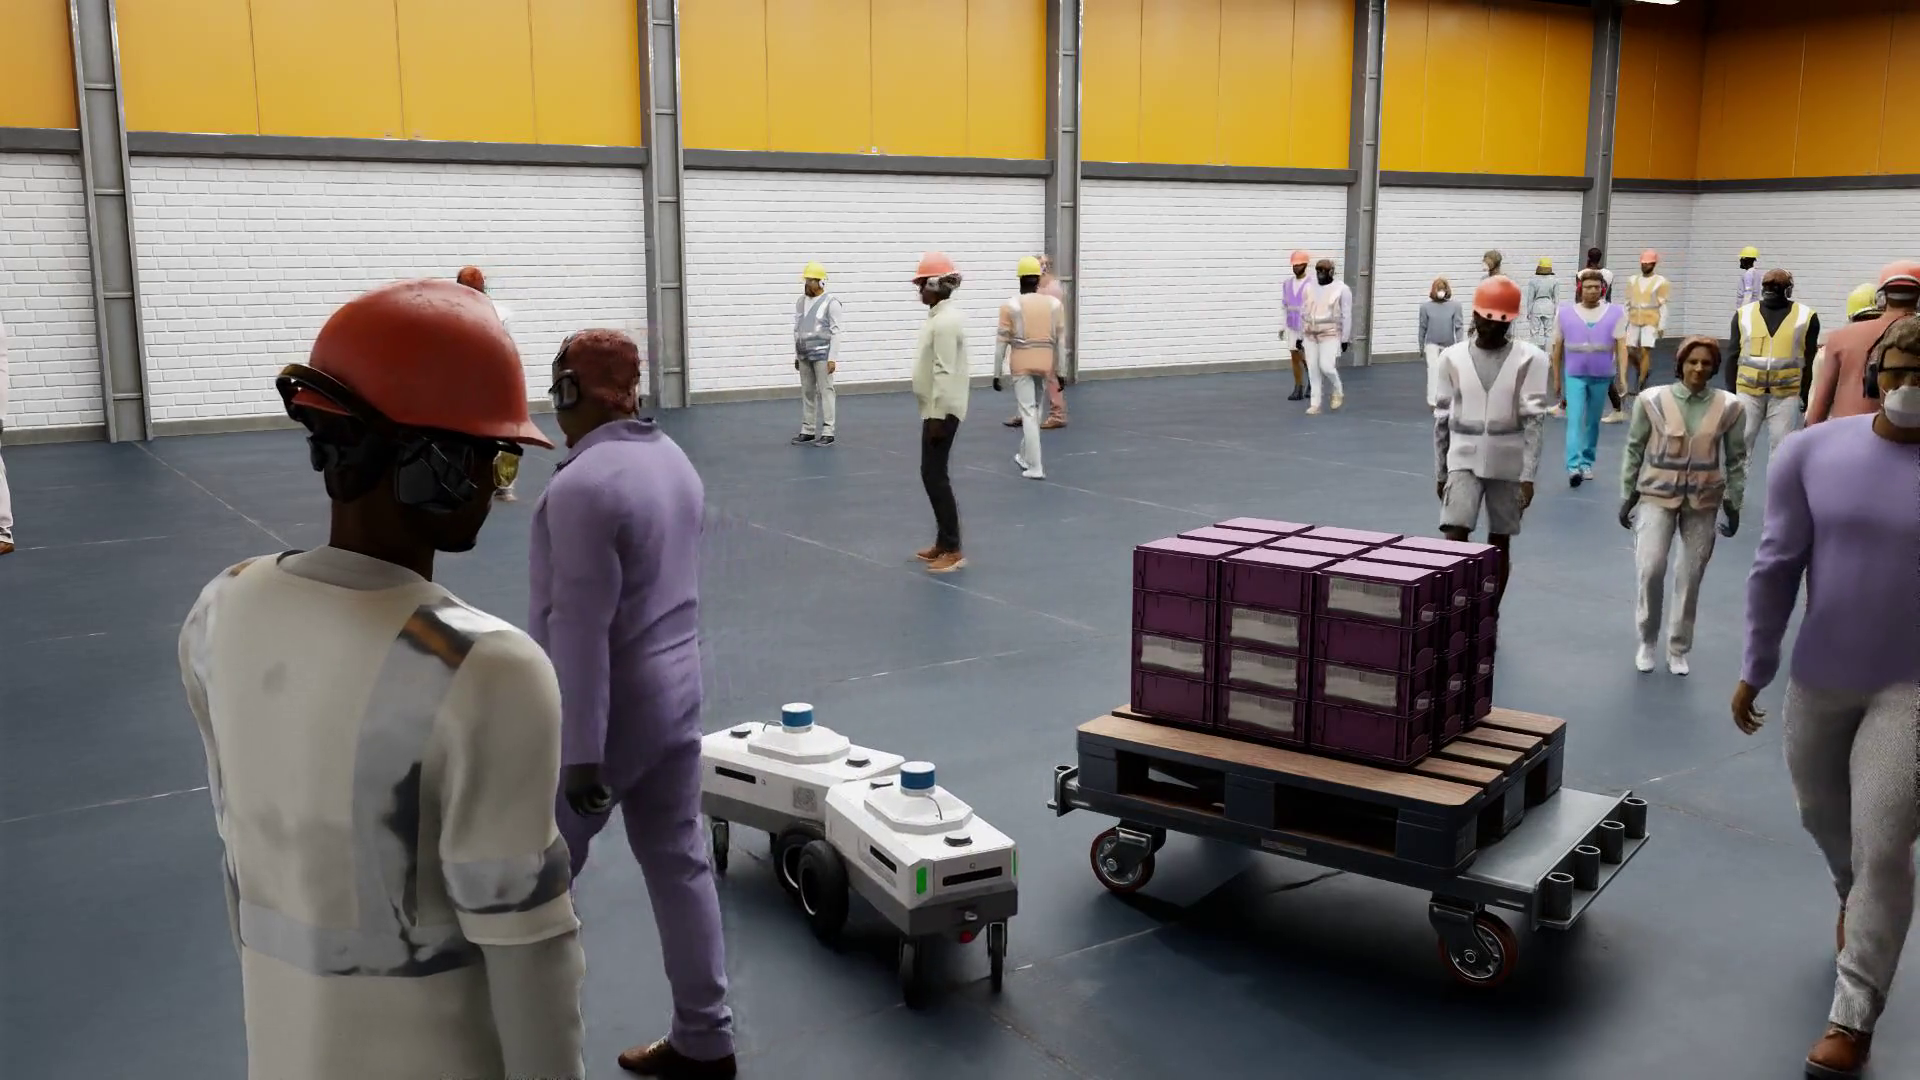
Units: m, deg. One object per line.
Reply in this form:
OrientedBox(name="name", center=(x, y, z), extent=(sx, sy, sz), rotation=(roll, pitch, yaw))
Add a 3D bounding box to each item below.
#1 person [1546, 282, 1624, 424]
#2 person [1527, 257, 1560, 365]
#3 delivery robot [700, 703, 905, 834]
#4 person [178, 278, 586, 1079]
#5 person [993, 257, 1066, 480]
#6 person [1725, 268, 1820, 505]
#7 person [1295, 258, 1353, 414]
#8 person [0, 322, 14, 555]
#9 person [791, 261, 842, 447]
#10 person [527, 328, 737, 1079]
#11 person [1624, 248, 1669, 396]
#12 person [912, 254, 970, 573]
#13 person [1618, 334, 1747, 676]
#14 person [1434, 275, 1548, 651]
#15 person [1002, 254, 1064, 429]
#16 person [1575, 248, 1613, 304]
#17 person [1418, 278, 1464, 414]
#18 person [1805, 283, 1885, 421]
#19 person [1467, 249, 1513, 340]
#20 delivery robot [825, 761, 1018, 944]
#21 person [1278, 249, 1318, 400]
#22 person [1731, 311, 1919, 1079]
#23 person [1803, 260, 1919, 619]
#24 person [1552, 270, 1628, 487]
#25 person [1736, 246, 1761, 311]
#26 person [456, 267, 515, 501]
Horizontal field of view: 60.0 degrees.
OrientedBox(name="person", center=(6.997, -2.106, 18.487), extent=(0.910, 1.633, 0.540), rotation=(2, 10, 9))
OrientedBox(name="person", center=(9.463, -3.708, 27.014), extent=(0.493, 1.744, 0.296), rotation=(3, 11, 15))
OrientedBox(name="delivery robot", center=(-0.529, 0.776, 5.435), extent=(0.707, 0.478, 0.477), rotation=(8, 13, 36))
OrientedBox(name="person", center=(-0.696, 0.686, 2.166), extent=(0.612, 2.028, 0.409), rotation=(6, 12, 32))
OrientedBox(name="person", center=(0.552, -1.499, 14.475), extent=(0.612, 1.893, 0.871), rotation=(-4, 11, -23))
OrientedBox(name="person", center=(6.152, -1.136, 12.657), extent=(0.626, 1.840, 0.430), rotation=(6, 12, 29))
OrientedBox(name="person", center=(4.261, -2.386, 19.539), extent=(0.629, 1.828, 0.477), rotation=(9, 14, 41))
OrientedBox(name="person", center=(-6.480, -0.832, 10.800), extent=(0.651, 1.907, 0.409), rotation=(4, 11, 21))
OrientedBox(name="person", center=(-1.447, -1.850, 16.576), extent=(0.588, 1.837, 0.404), rotation=(8, 13, 39))
OrientedBox(name="person", center=(-0.939, 0.419, 4.105), extent=(0.883, 1.853, 0.673), rotation=(3, 11, 16))
OrientedBox(name="person", center=(9.018, -2.867, 21.900), extent=(0.523, 1.927, 0.561), rotation=(-10, 14, -43))
OrientedBox(name="person", center=(-0.112, -0.792, 10.465), extent=(0.365, 1.954, 0.729), rotation=(-1, 10, -4))
OrientedBox(name="person", center=(3.401, -0.151, 7.838), extent=(0.546, 1.624, 0.425), rotation=(3, 11, 14))
OrientedBox(name="person", center=(2.544, -0.324, 8.086), extent=(0.538, 1.889, 0.891), rotation=(4, 11, 22))
OrientedBox(name="person", center=(0.795, -2.132, 17.977), extent=(0.749, 1.881, 0.666), rotation=(-4, 11, -22))
OrientedBox(name="person", center=(9.231, -3.301, 24.307), extent=(0.593, 1.919, 0.388), rotation=(-3, 11, -15))
OrientedBox(name="person", center=(5.731, -2.325, 19.859), extent=(0.514, 1.597, 0.850), rotation=(2, 11, 12))
OrientedBox(name="person", center=(5.115, -0.539, 9.437), extent=(0.609, 1.815, 0.482), rotation=(3, 11, 15))
OrientedBox(name="person", center=(6.541, -2.638, 20.657), extent=(0.632, 1.916, 0.640), rotation=(-1, 10, -5))
OrientedBox(name="delivery robot", center=(-0.121, 0.887, 4.827), extent=(0.477, 0.478, 0.707), rotation=(-5, 12, -26))
OrientedBox(name="person", center=(4.307, -2.726, 21.140), extent=(0.423, 1.920, 0.555), rotation=(-9, 14, -41))
OrientedBox(name="person", center=(2.414, 0.353, 4.332), extent=(0.634, 1.908, 0.927), rotation=(10, 14, 43))
OrientedBox(name="person", center=(4.711, -0.447, 8.551), extent=(0.638, 1.952, 0.504), rotation=(10, 14, 42))
OrientedBox(name="person", center=(5.284, -1.355, 13.981), extent=(0.590, 1.794, 0.992), rotation=(3, 11, 15))
OrientedBox(name="person", center=(12.068, -3.535, 25.556), extent=(0.365, 1.928, 0.594), rotation=(6, 12, 32))
OrientedBox(name="person", center=(-3.846, -1.242, 13.241), extent=(0.582, 1.845, 0.854), rotation=(-8, 13, -37))
